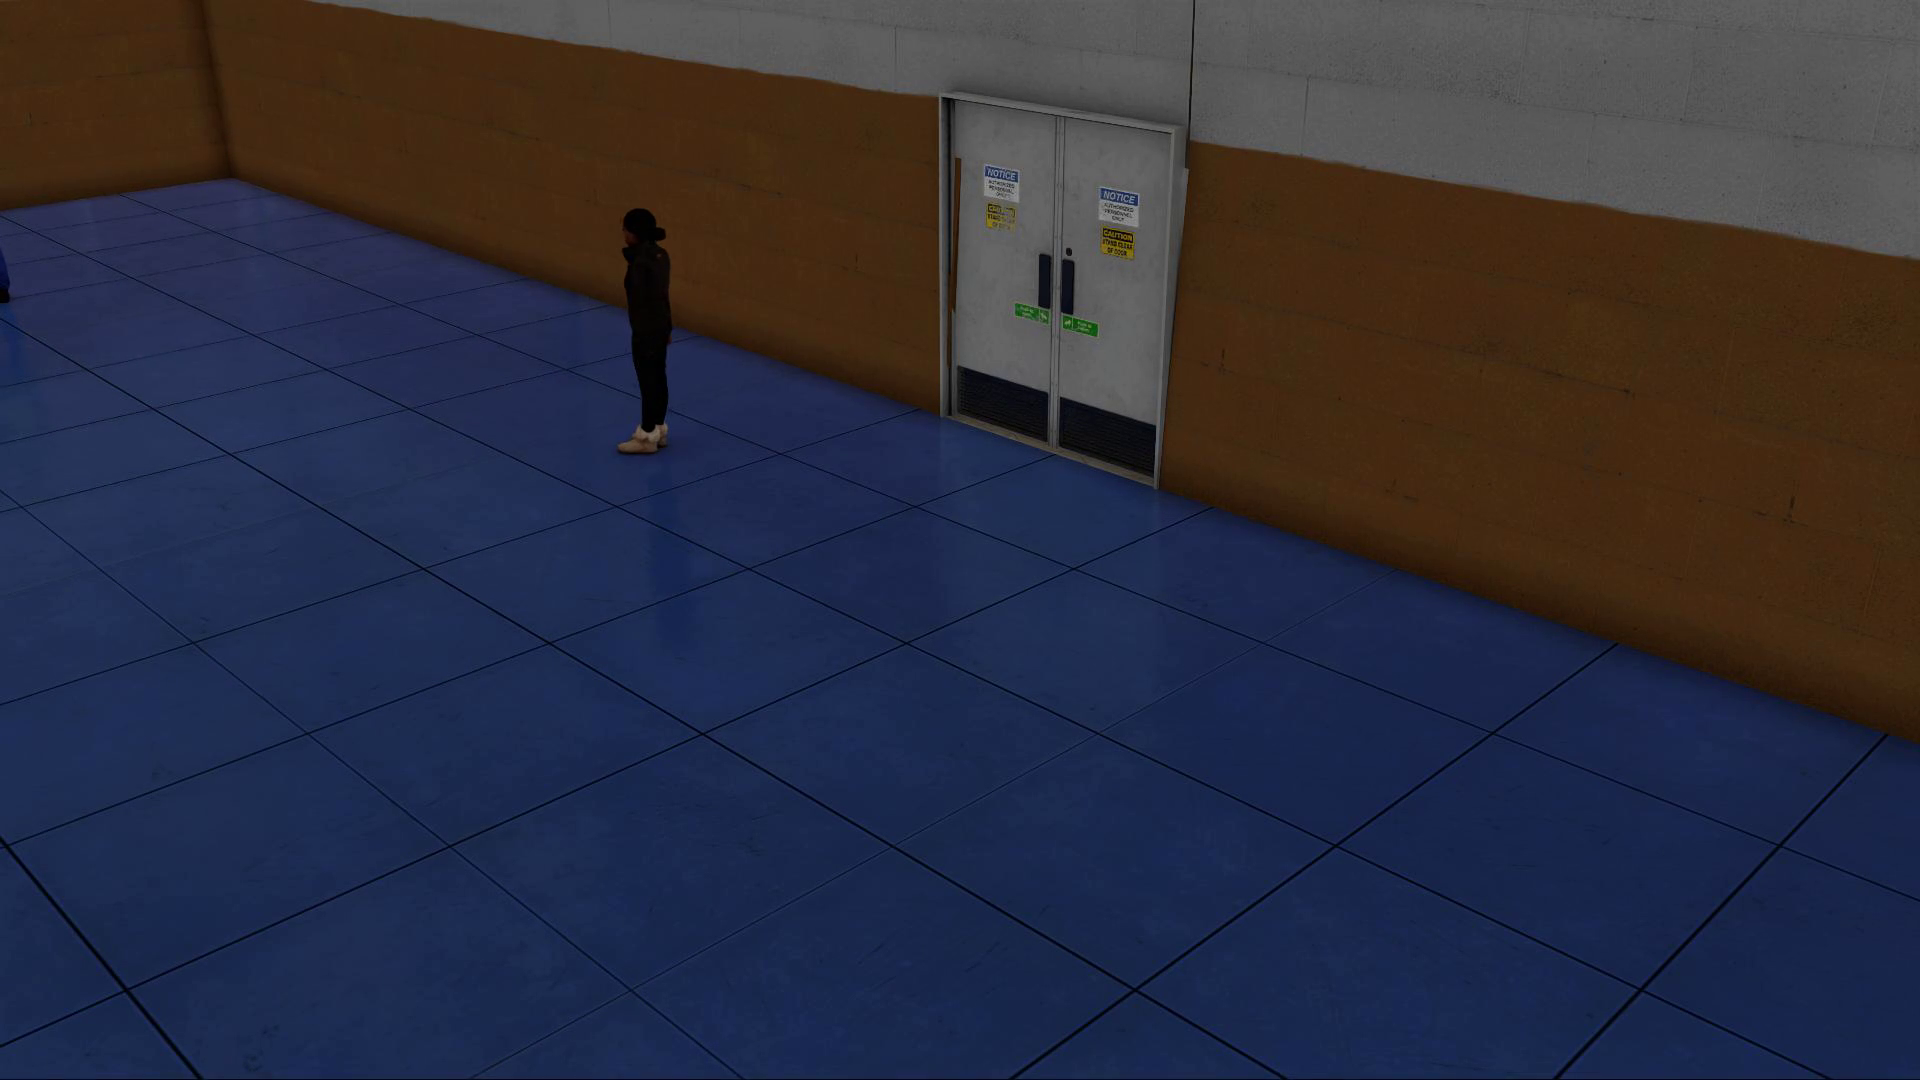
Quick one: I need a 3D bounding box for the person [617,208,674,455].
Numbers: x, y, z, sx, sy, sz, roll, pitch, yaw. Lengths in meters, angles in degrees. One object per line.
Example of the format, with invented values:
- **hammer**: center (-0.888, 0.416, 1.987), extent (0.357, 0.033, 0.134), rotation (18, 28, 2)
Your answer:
- **person**: center (-2.065, -1.392, 11.132), extent (0.761, 1.664, 0.704), rotation (-2, 24, -5)
